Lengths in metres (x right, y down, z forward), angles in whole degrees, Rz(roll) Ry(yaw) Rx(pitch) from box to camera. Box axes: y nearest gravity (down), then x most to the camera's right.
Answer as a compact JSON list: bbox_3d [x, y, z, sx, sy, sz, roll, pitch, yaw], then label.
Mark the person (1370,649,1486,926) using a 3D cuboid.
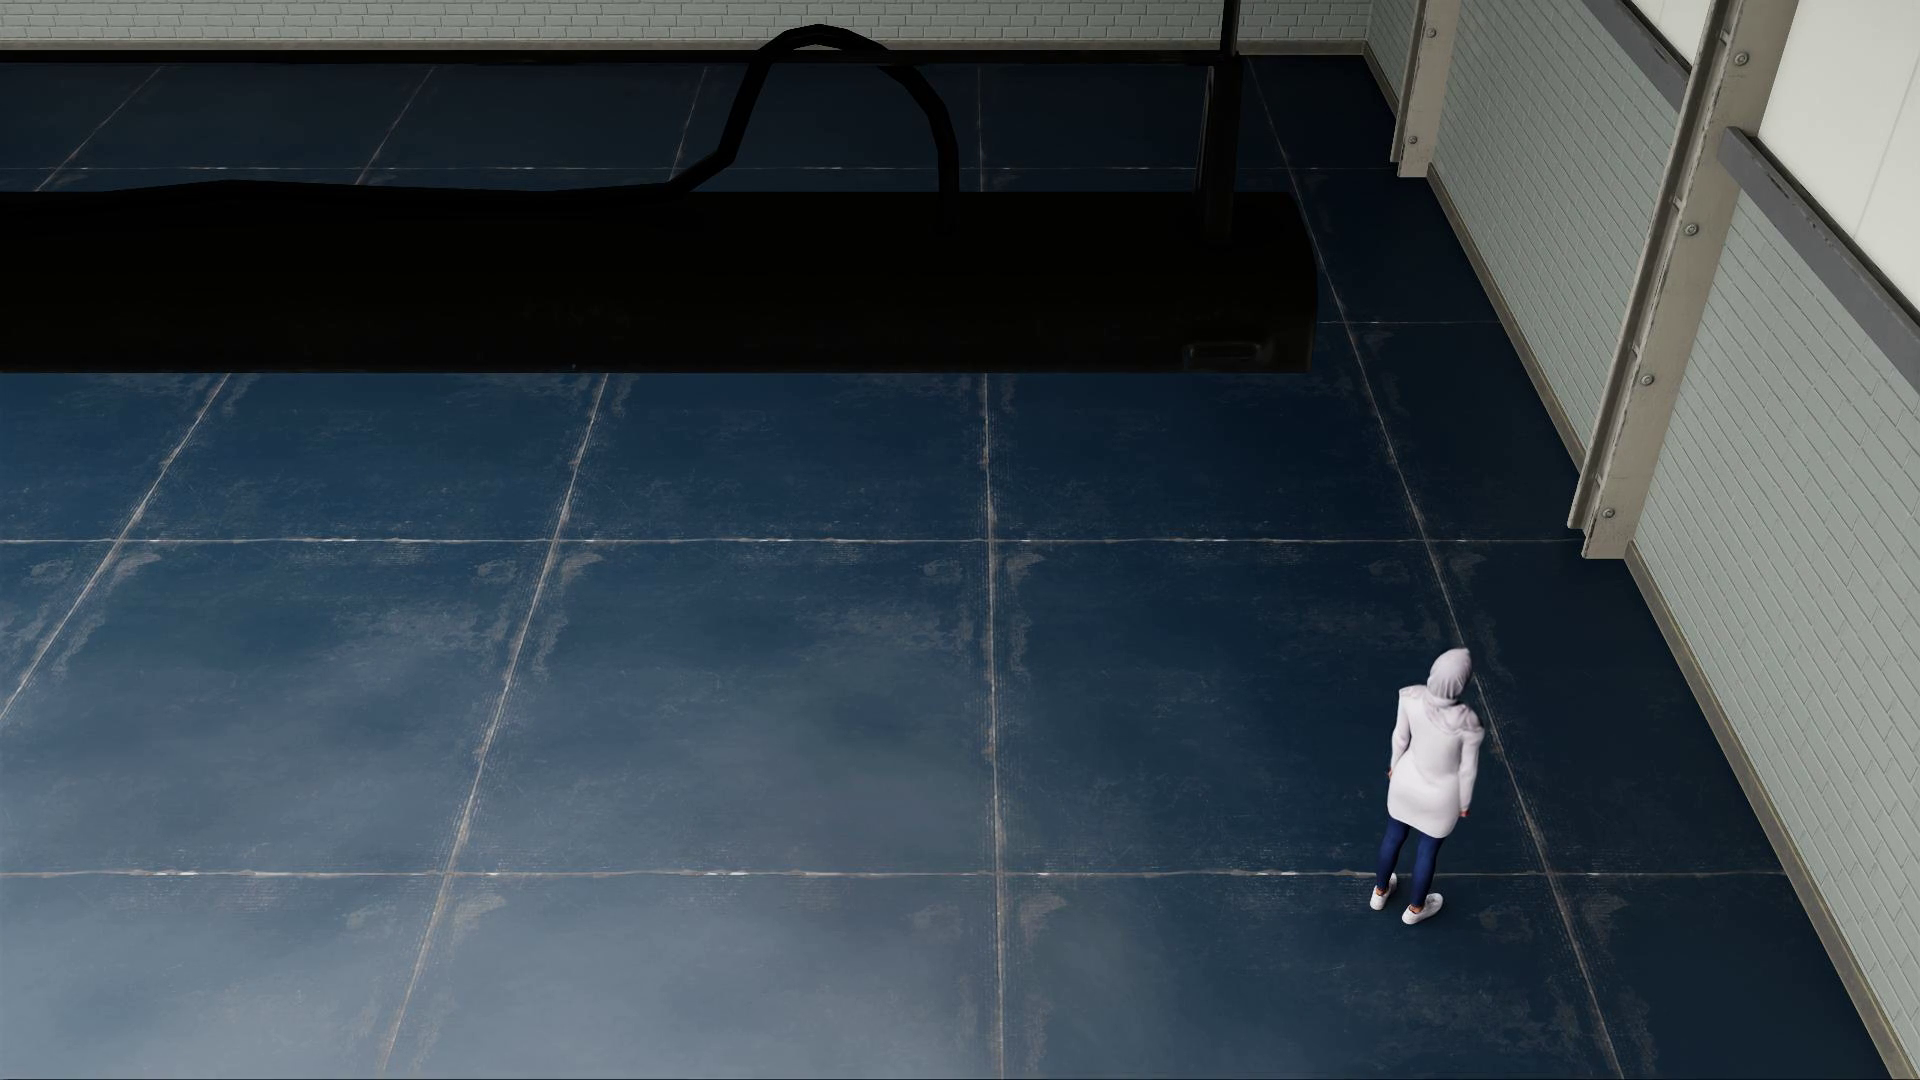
[{"bbox_3d":[2.337,1.244,8.342,0.687,1.776,0.730,27,45,31],"label":"person"}]
